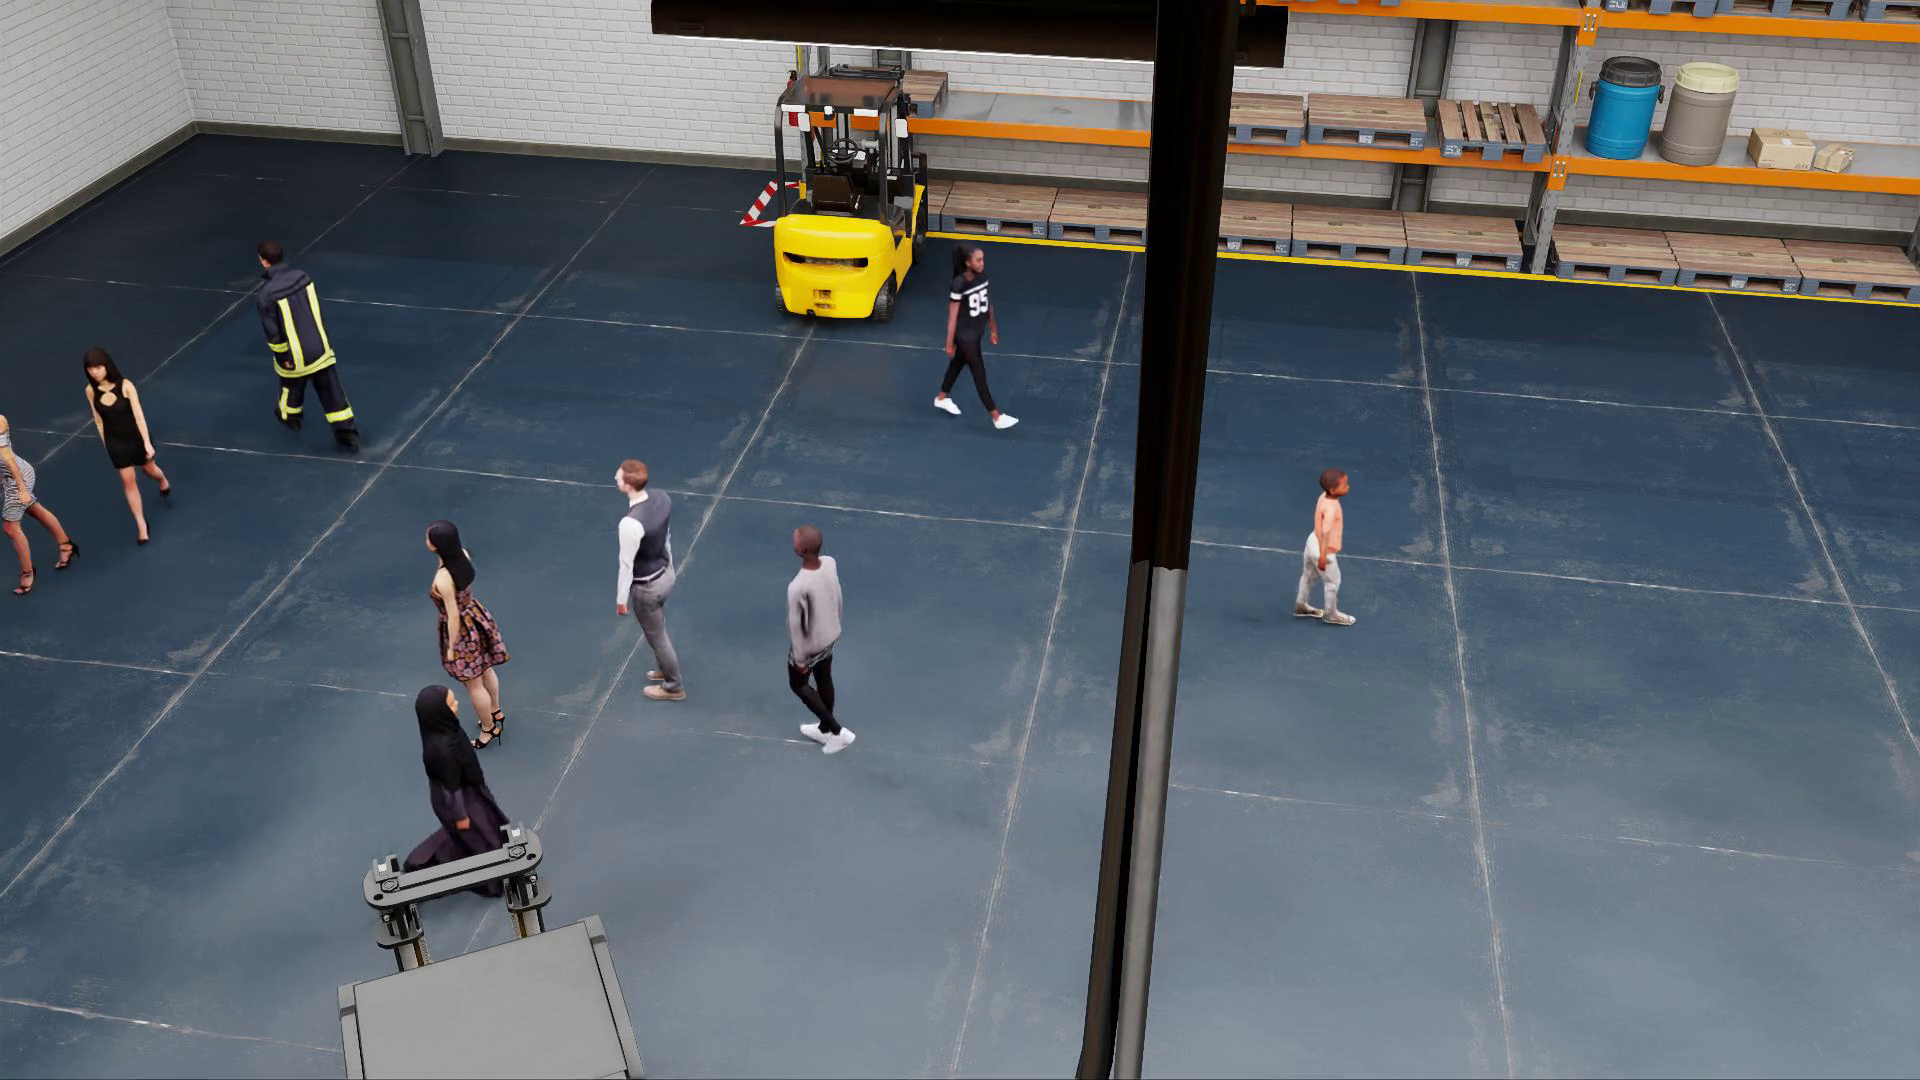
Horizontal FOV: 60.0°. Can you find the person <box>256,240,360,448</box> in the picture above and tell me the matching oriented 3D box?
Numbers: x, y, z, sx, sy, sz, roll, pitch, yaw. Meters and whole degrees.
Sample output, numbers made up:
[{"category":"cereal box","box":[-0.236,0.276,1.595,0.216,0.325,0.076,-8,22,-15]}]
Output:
[{"category":"person","box":[-5.577,-1.636,14.265,1.354,1.870,1.137,23,40,30]}]

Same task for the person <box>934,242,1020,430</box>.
[{"category":"person","box":[0.000,-1.815,14.697,1.253,1.690,0.950,21,39,28]}]

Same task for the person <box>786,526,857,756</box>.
[{"category":"person","box":[-0.869,0.683,10.873,0.884,1.763,0.795,22,39,29]}]

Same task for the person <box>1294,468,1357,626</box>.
[{"category":"person","box":[2.613,0.042,12.256,0.674,1.299,0.527,3,34,5]}]

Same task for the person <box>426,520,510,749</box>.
[{"category":"person","box":[-3.270,0.624,10.952,0.691,1.773,0.684,2,34,3]}]

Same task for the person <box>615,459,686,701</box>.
[{"category":"person","box":[-2.020,0.301,11.305,0.657,1.921,0.709,10,35,15]}]

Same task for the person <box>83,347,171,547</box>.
[{"category":"person","box":[-6.594,-0.815,13.254,1.018,1.622,0.867,-6,34,-10]}]

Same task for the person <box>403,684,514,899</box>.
[{"category":"person","box":[-3.020,1.507,9.780,1.039,1.600,0.869,-10,35,-14]}]

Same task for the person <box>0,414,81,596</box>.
[{"category":"person","box":[-7.044,-0.458,12.561,0.901,1.794,0.931,28,42,35]}]
